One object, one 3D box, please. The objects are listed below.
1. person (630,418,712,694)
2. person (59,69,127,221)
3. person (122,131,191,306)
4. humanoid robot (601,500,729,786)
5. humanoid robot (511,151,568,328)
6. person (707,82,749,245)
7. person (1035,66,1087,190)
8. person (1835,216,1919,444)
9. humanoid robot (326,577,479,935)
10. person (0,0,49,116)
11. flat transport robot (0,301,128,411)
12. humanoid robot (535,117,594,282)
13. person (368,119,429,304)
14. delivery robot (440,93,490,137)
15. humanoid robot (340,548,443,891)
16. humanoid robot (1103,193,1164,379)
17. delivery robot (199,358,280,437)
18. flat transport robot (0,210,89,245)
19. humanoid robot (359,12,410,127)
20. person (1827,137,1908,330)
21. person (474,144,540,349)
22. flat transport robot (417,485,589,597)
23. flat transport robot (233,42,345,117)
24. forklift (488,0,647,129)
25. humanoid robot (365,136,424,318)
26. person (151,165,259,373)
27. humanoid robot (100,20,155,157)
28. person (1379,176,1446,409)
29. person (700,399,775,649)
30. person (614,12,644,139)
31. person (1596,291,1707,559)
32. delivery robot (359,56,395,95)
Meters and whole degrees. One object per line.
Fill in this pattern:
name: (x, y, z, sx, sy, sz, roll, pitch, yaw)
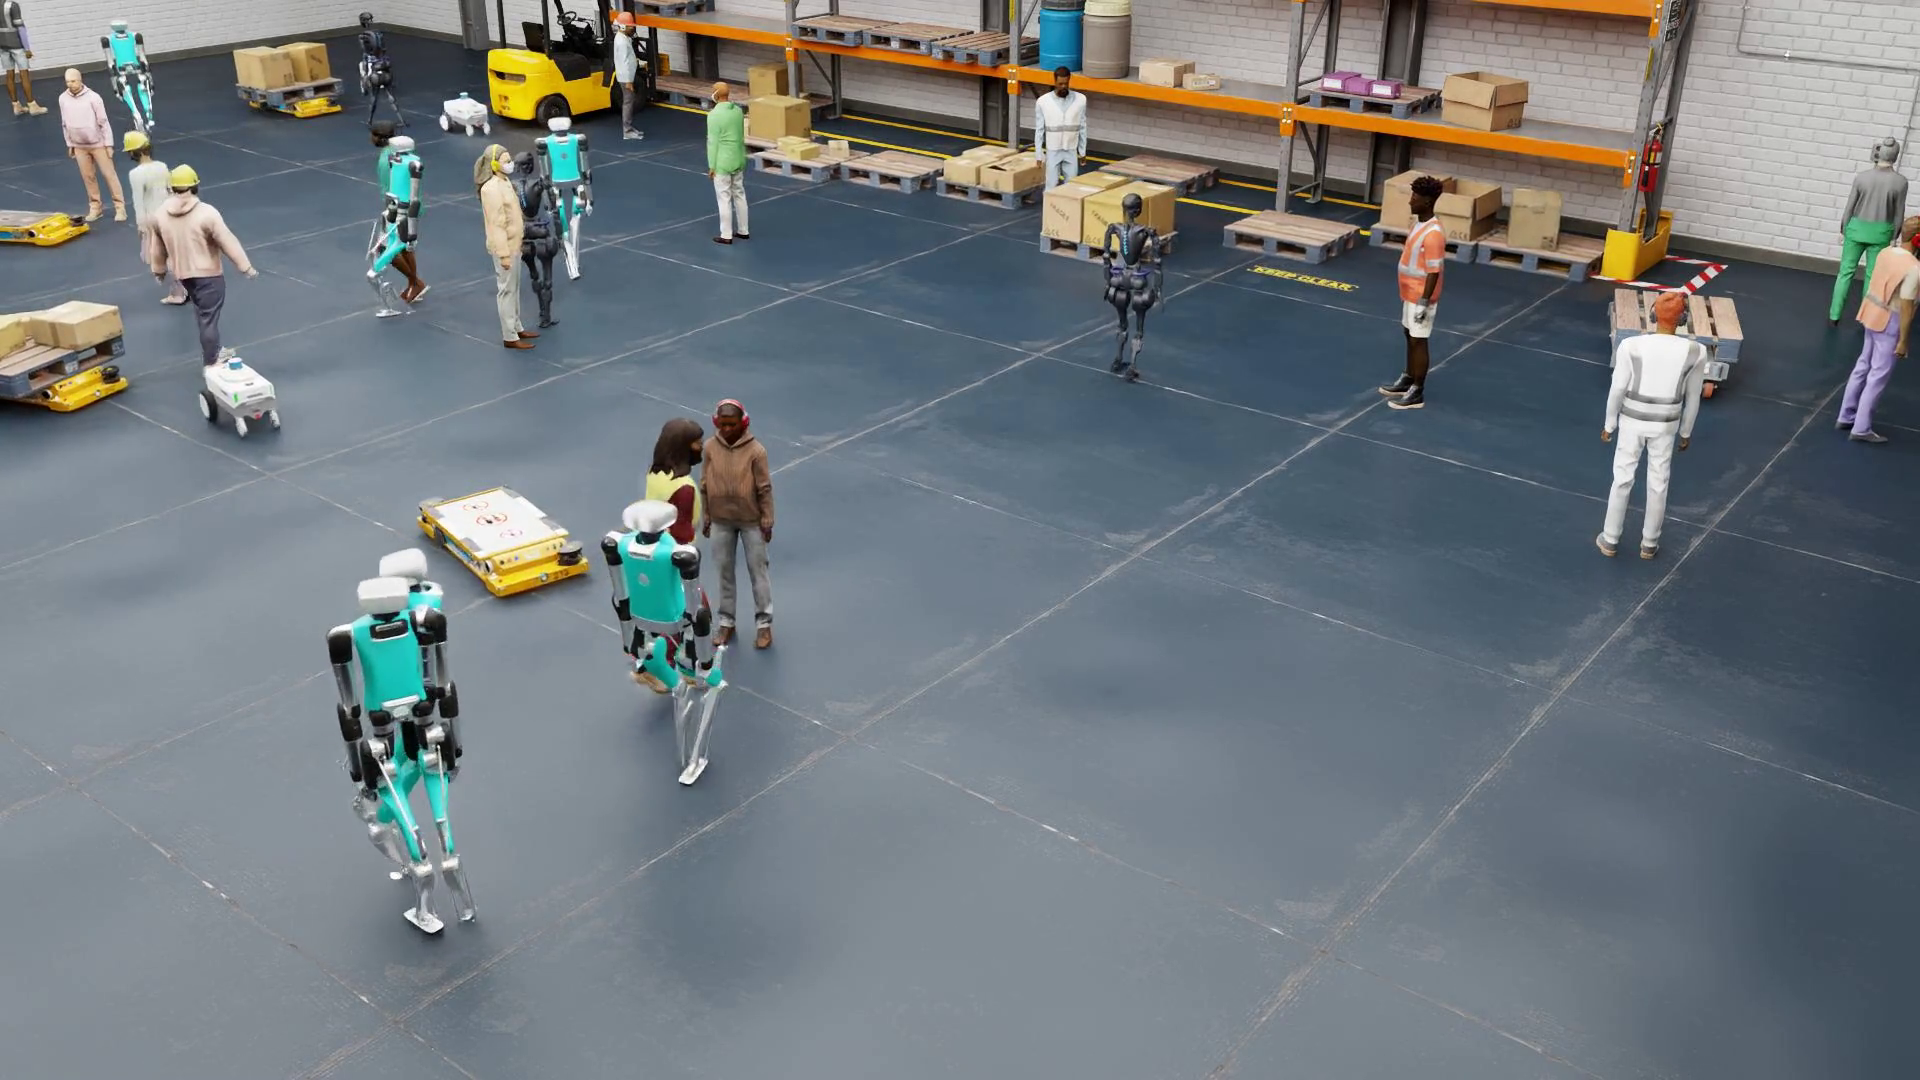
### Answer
person: (-1.663, 0.131, 9.595, 0.478, 1.749, 0.507, -8, 27, -17)
person: (-10.103, -4.592, 19.362, 0.544, 1.772, 0.410, 0, 26, 1)
person: (-7.855, -3.134, 16.353, 0.505, 1.740, 0.553, 5, 26, 11)
humanoid robot: (-1.462, 0.543, 8.798, 0.540, 1.816, 0.734, 9, 27, 18)
humanoid robot: (-4.060, -2.899, 15.966, 0.591, 1.633, 0.594, 3, 26, 5)
person: (-2.590, -4.196, 18.537, 0.390, 1.778, 0.534, 16, 30, 30)
person: (1.134, -4.381, 18.764, 0.601, 1.906, 0.414, -5, 26, -10)
person: (7.359, -1.676, 13.239, 0.376, 1.836, 0.564, 1, 26, 2)
humanoid robot: (-2.497, 1.081, 7.646, 0.549, 1.770, 0.731, -14, 29, -27)
person: (-14.150, -7.388, 24.835, 0.607, 2.043, 0.395, 5, 26, 11)
flat transport robot: (-8.050, -1.381, 14.431, 1.431, 0.231, 0.659, 9, 27, 18)
humanoid robot: (-4.090, -3.554, 17.258, 0.530, 1.738, 1.008, -9, 27, -17)
person: (-5.555, -3.237, 16.475, 0.441, 1.836, 0.534, 2, 26, 5)
delivery robot: (-7.115, -6.119, 23.935, 0.499, 0.614, 0.812, -23, 34, -39)
humanoid robot: (-2.748, 0.938, 7.977, 0.689, 1.825, 0.551, -10, 28, -20)
humanoid robot: (1.542, -2.239, 14.583, 0.590, 1.641, 0.482, 13, 29, 25)
delivery robot: (-5.947, -1.211, 13.750, 0.499, 0.595, 0.797, -21, 33, -36)
flat transport robot: (-10.781, -3.552, 18.926, 1.431, 0.231, 0.659, 4, 26, 8)
humanoid robot: (-8.426, -6.777, 24.024, 0.720, 1.616, 0.601, 7, 27, 15)
person: (8.647, -2.919, 15.808, 0.524, 1.840, 0.325, 15, 29, 28)
person: (-4.192, -2.703, 15.324, 0.409, 1.877, 0.554, -1, 26, -2)
flat transport robot: (-3.212, -0.019, 11.610, 0.659, 0.231, 1.431, -18, 31, -33)
flat transport robot: (-10.172, -6.674, 25.393, 1.431, 0.231, 0.659, 18, 31, 33)
forklift: (-5.874, -7.334, 24.552, 1.214, 2.155, 2.313, 19, 32, 34)
humanoid robot: (-5.526, -2.927, 15.968, 0.885, 1.780, 0.542, -23, 34, -39)
person: (-6.659, -2.407, 14.738, 0.828, 1.846, 0.699, 5, 26, 11)
humanoid robot: (-11.120, -6.070, 22.468, 0.547, 1.764, 0.967, -16, 30, -30)
person: (3.826, -2.064, 13.895, 0.371, 1.965, 0.606, 1, 26, 3)
person: (-1.356, -0.111, 10.217, 0.463, 1.647, 0.322, 5, 26, 9)
person: (-4.668, -6.538, 23.421, 0.349, 1.738, 0.571, -5, 26, -10)
person: (4.678, -0.768, 11.306, 0.576, 1.881, 0.347, 7, 27, 14)
delivery robot: (-9.389, -7.446, 26.678, 0.499, 0.608, 0.801, -12, 28, -24)
